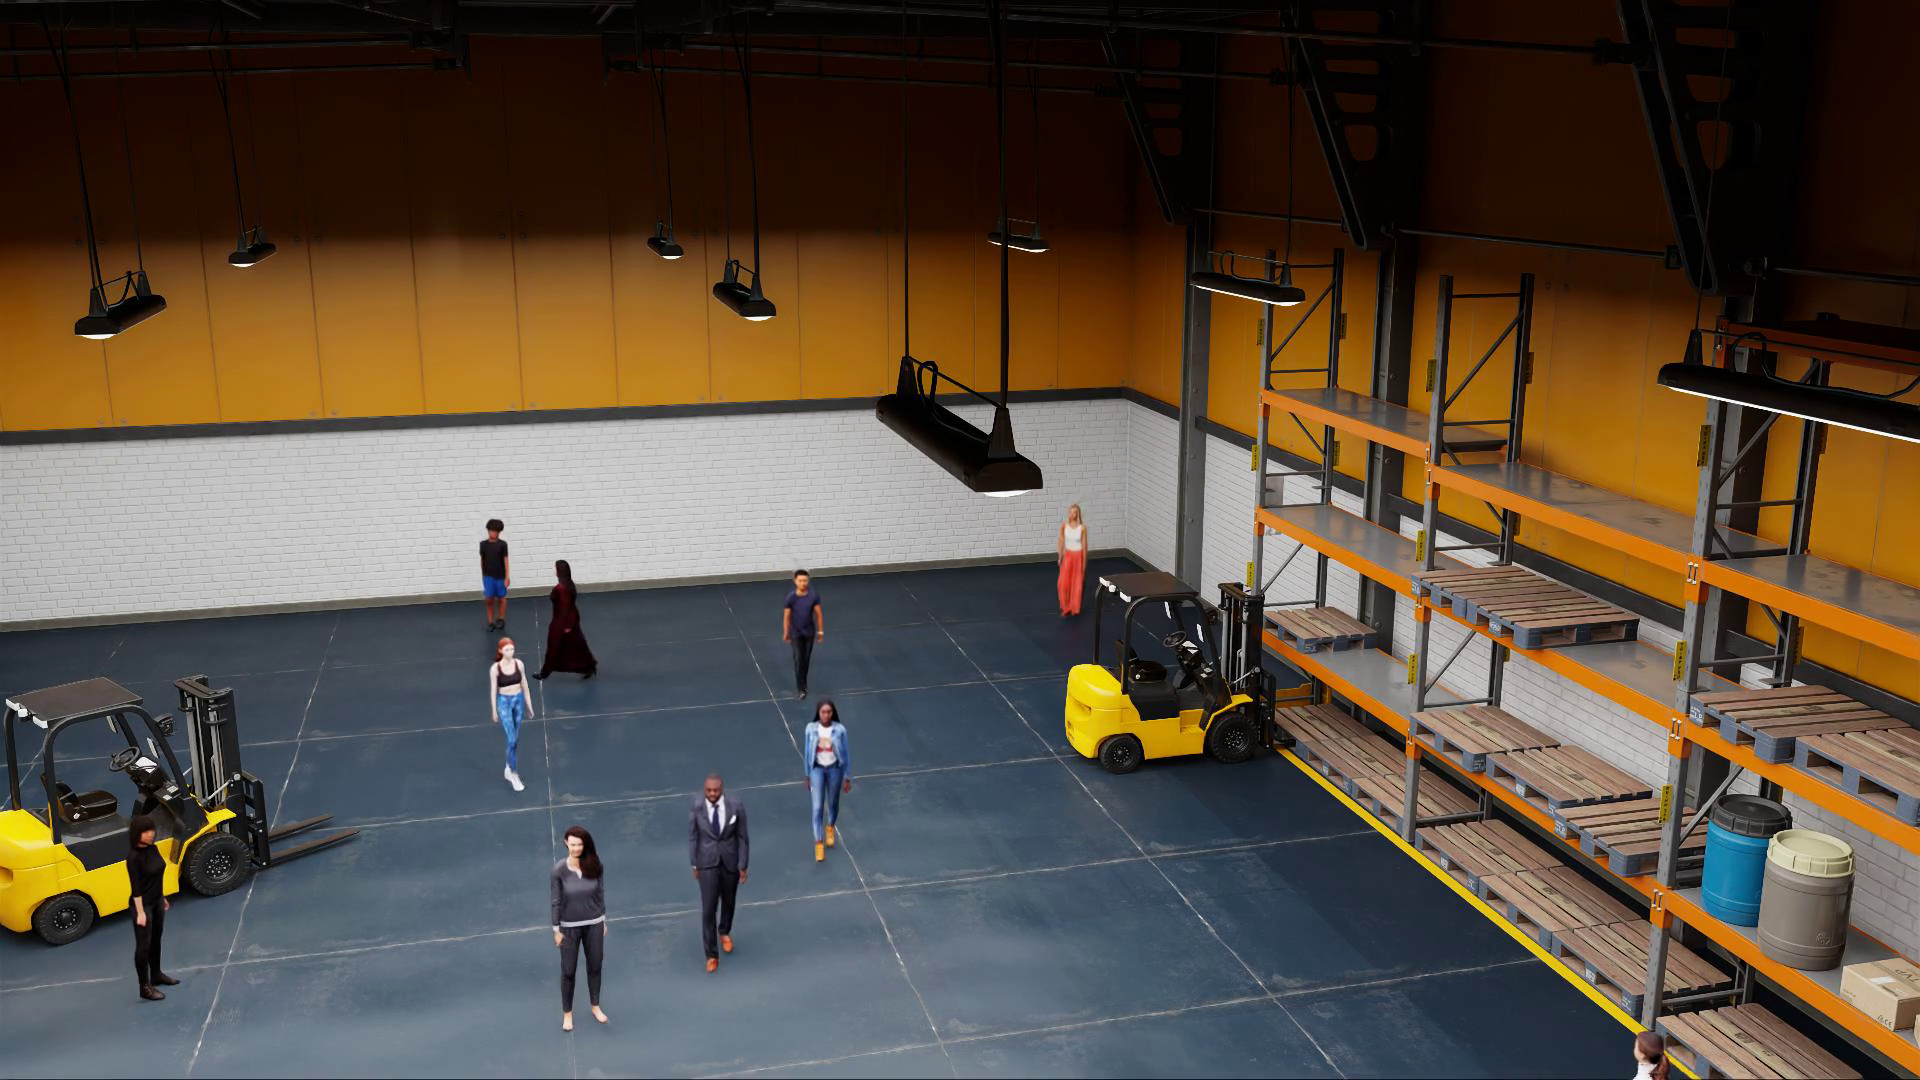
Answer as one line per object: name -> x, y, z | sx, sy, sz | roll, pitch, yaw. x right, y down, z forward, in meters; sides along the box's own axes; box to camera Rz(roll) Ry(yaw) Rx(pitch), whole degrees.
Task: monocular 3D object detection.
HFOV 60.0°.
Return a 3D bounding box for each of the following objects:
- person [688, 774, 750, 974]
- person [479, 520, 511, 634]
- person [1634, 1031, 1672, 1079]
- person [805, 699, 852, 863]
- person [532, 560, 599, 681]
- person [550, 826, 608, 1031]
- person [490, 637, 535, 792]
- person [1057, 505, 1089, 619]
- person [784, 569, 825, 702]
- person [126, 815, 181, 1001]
person -> -2.191, 2.945, 15.156 | 0.725, 1.784, 1.128 | -3, 14, -12
person -> -7.047, 0.529, 25.209 | 0.715, 1.748, 0.891 | 1, 14, 4
person -> 4.629, 4.061, 11.109 | 0.757, 1.519, 1.093 | -9, 16, -33
person -> -1.393, 2.455, 17.413 | 0.780, 1.674, 1.184 | -1, 14, -3
person -> -5.296, 1.146, 22.764 | 0.871, 1.700, 1.121 | -1, 14, -4
person -> -3.198, 3.233, 13.997 | 0.663, 1.769, 0.595 | -7, 15, -28
person -> -5.233, 1.967, 19.235 | 0.797, 1.765, 0.945 | -13, 19, -43
person -> 1.813, 0.316, 25.995 | 0.866, 1.792, 0.939 | 6, 15, 22
person -> -2.116, 1.233, 22.286 | 0.666, 1.755, 1.023 | -3, 14, -13
person -> -7.100, 3.175, 14.510 | 0.700, 1.641, 0.557 | 1, 14, 5
